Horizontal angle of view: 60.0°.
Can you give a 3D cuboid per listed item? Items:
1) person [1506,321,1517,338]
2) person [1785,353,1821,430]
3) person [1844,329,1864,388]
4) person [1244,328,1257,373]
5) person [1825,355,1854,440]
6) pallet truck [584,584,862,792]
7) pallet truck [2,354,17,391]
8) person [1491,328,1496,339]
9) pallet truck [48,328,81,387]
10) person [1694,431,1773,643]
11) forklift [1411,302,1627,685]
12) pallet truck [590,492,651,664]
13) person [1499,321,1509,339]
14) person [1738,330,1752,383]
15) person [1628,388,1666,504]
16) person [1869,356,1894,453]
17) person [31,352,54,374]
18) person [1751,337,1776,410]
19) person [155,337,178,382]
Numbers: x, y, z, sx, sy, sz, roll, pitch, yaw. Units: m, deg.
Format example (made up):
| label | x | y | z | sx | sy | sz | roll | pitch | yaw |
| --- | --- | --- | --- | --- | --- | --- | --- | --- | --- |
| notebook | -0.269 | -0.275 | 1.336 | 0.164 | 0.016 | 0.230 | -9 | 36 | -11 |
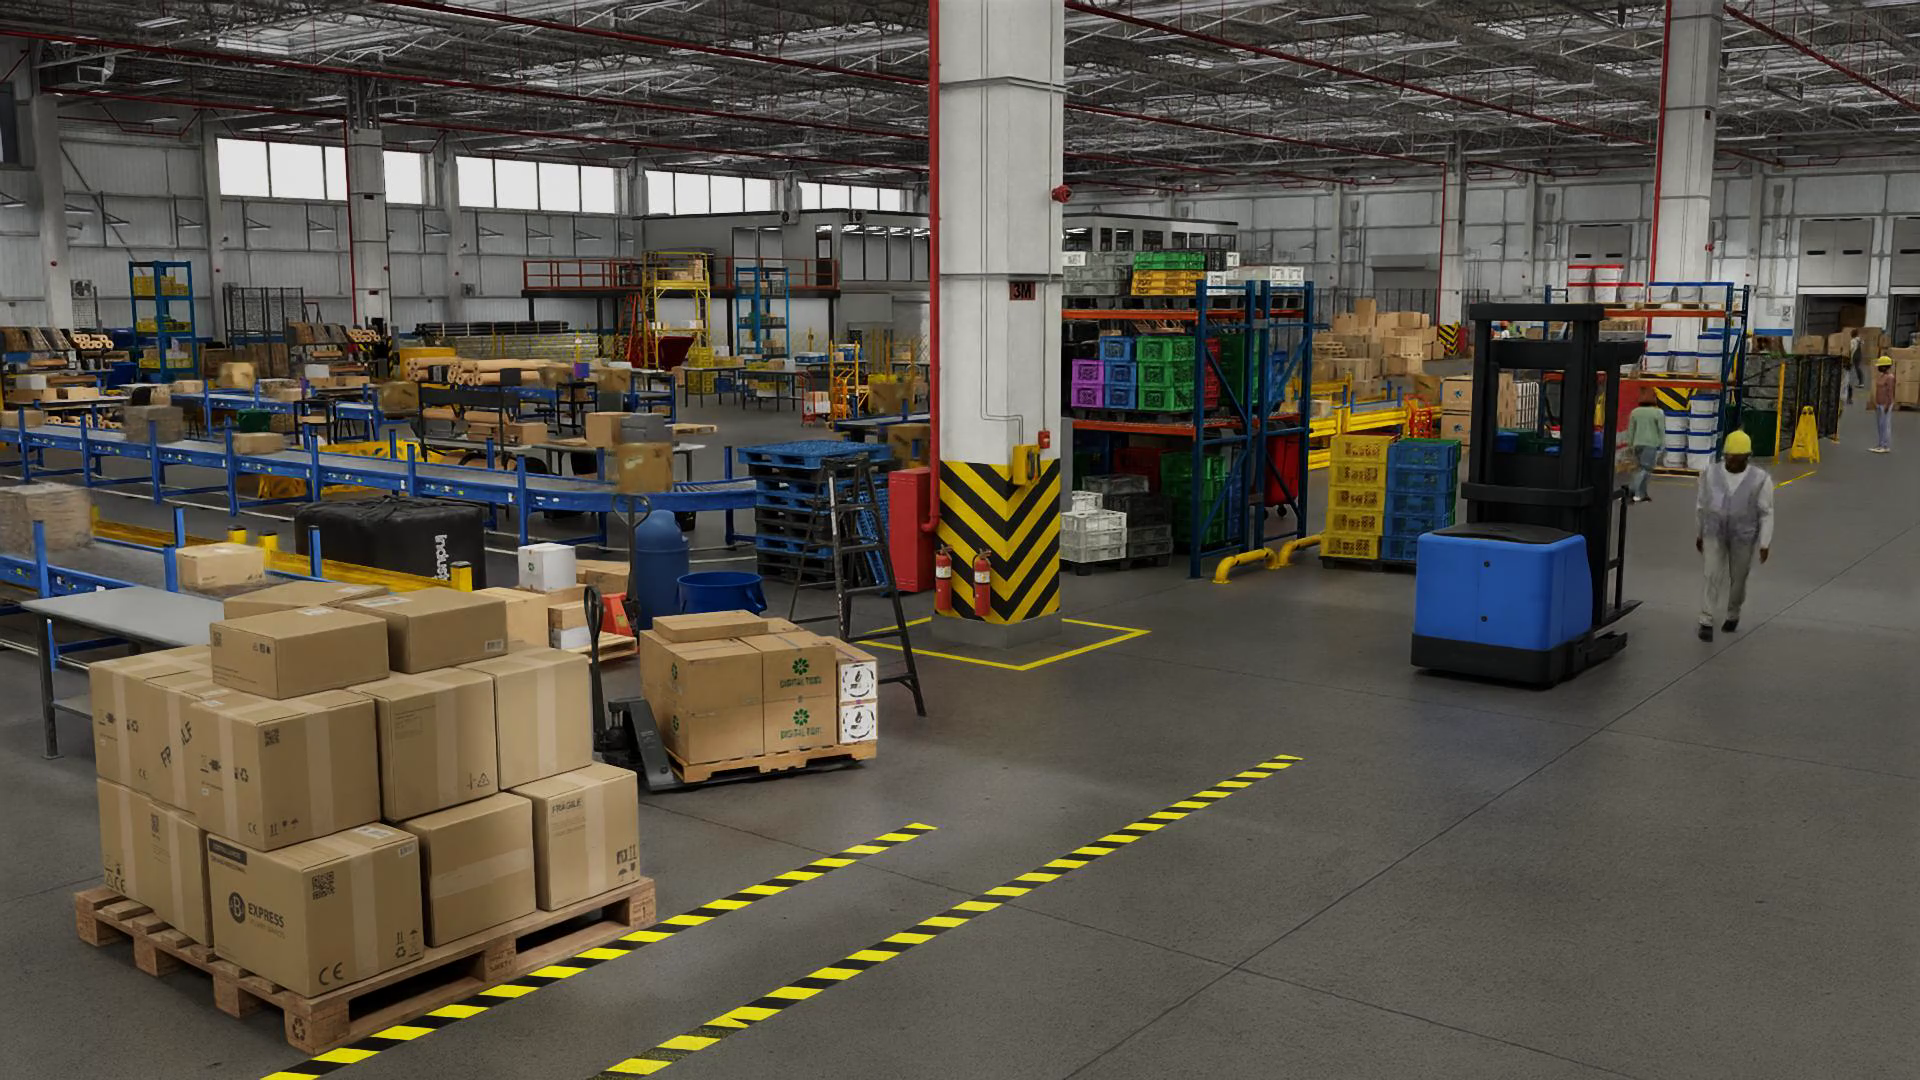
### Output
| label | x | y | z | sx | sy | sz | roll | pitch | yaw |
| --- | --- | --- | --- | --- | --- | --- | --- | --- | --- |
| person | 26.018 | -9.667 | 78.587 | 0.626 | 1.831 | 0.450 | -1 | 8 | -6 |
| person | 17.495 | -3.040 | 34.479 | 0.529 | 1.668 | 0.816 | -4 | 9 | -24 |
| person | 27.483 | -5.595 | 51.247 | 0.540 | 1.793 | 0.961 | -4 | 9 | -24 |
| person | 9.229 | -5.895 | 52.875 | 0.468 | 1.912 | 0.562 | 4 | 10 | 27 |
| person | 17.324 | -2.791 | 32.705 | 0.549 | 1.675 | 0.545 | -2 | 9 | -14 |
| pallet truck | -1.426 | 0.805 | 10.019 | 1.601 | 1.201 | 0.680 | -4 | 9 | -26 |
| pallet truck | -24.881 | -4.417 | 42.634 | 1.885 | 1.965 | 0.823 | 8 | 11 | 41 |
| person | 13.787 | -4.544 | 43.527 | 0.401 | 1.986 | 0.612 | 2 | 9 | 11 |
| pallet truck | -23.775 | -4.544 | 43.495 | 1.885 | 1.965 | 0.823 | 6 | 10 | 35 |
| person | 6.446 | -0.037 | 13.887 | 0.611 | 1.761 | 1.029 | 5 | 10 | 30 |
| forklift | 4.379 | -0.438 | 12.852 | 1.129 | 2.768 | 1.873 | 7 | 11 | 37 |
| pallet truck | -3.115 | 0.344 | 12.883 | 0.653 | 1.274 | 1.630 | 7 | 11 | 37 |
| person | 18.930 | -6.665 | 57.995 | 0.359 | 1.938 | 0.545 | 5 | 10 | 30 |
| person | 25.300 | -5.928 | 53.679 | 0.294 | 1.744 | 0.487 | -2 | 9 | -16 |
| person | 9.373 | -1.288 | 22.839 | 0.686 | 1.608 | 0.505 | -5 | 10 | -32 |
| person | 16.804 | -2.466 | 30.296 | 0.339 | 1.756 | 0.518 | 1 | 9 | 8 |
| person | -23.155 | -4.281 | 42.145 | 0.652 | 1.876 | 0.863 | 8 | 12 | 44 |
| person | 19.262 | -3.951 | 39.955 | 0.584 | 1.853 | 0.550 | 3 | 9 | 21 |
| person | -21.556 | -4.815 | 45.226 | 0.611 | 2.023 | 0.409 | -2 | 9 | -10 |
